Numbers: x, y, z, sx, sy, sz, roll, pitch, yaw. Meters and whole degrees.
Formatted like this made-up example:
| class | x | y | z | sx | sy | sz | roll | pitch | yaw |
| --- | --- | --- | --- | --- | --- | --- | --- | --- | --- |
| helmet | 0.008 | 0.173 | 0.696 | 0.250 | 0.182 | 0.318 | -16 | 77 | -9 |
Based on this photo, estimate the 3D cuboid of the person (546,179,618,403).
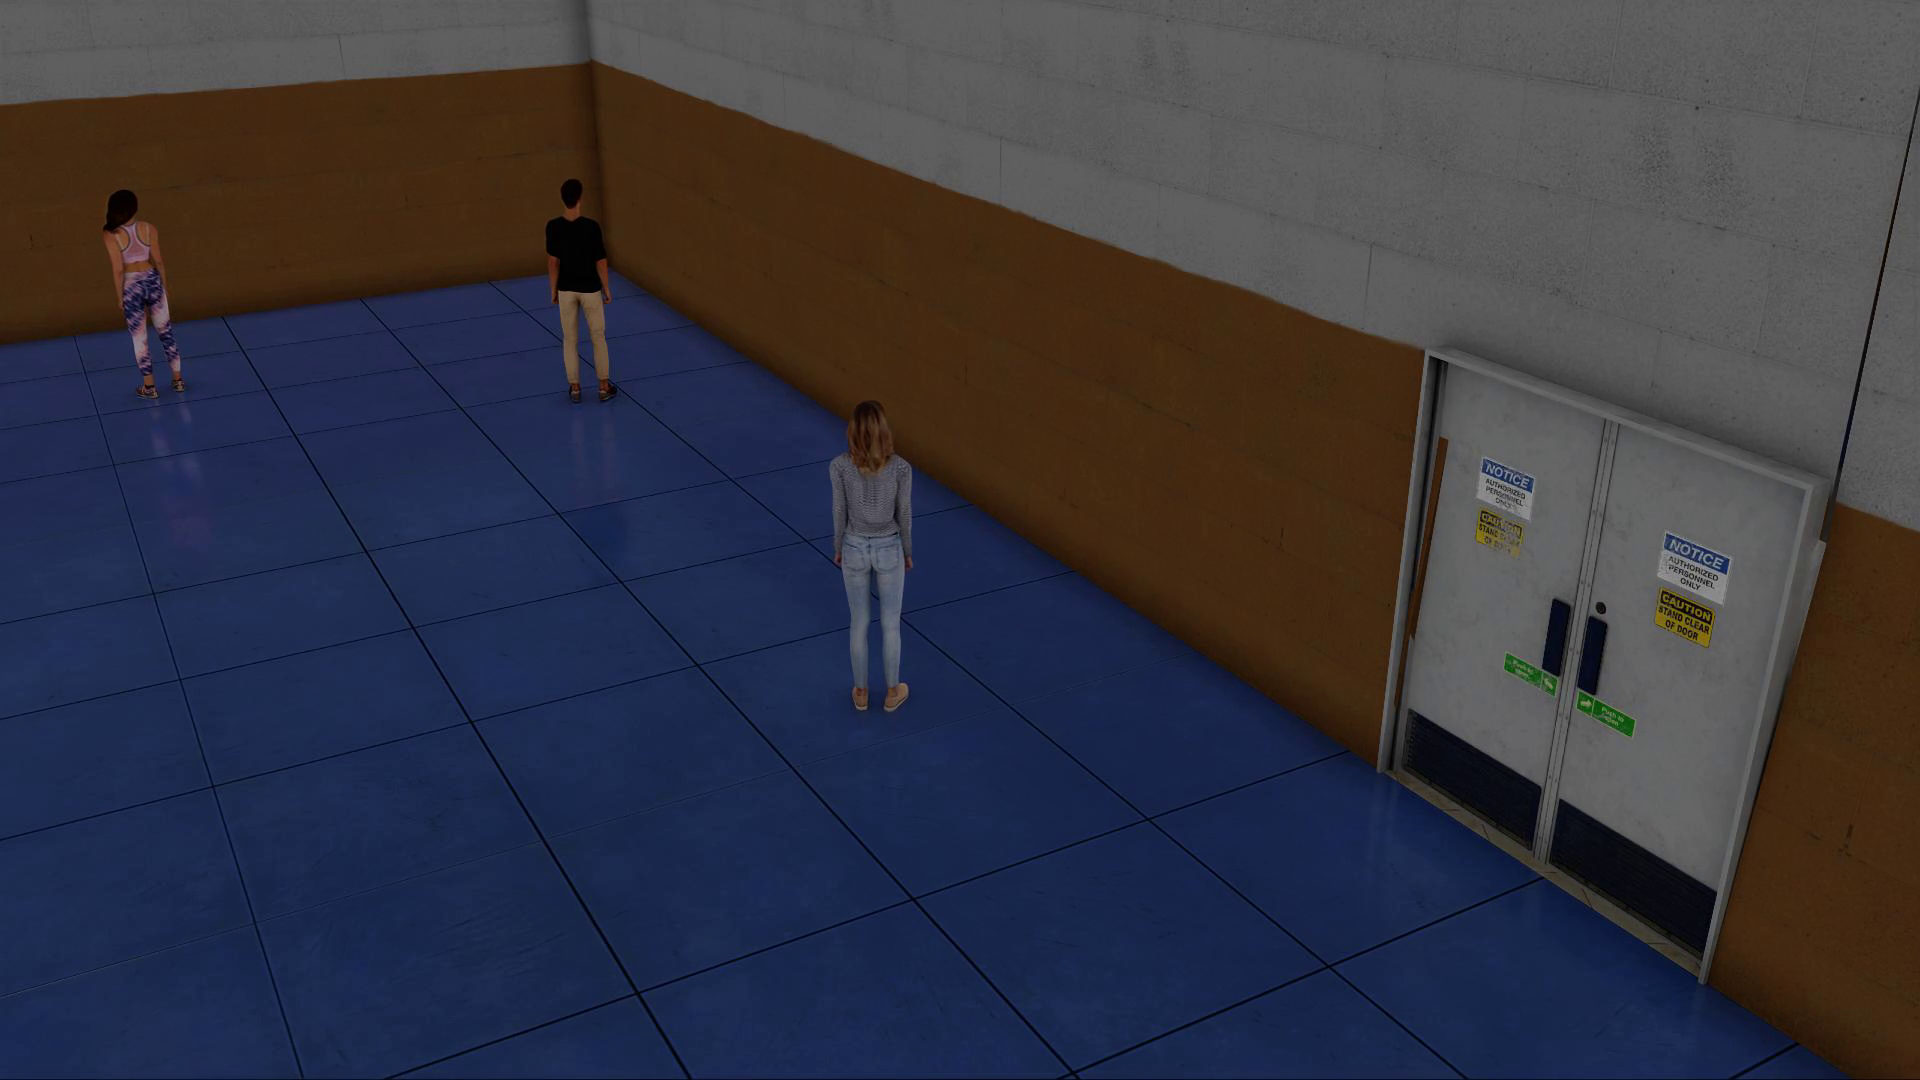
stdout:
| class | x | y | z | sx | sy | sz | roll | pitch | yaw |
| --- | --- | --- | --- | --- | --- | --- | --- | --- | --- |
| person | -3.174 | -2.078 | 13.879 | 0.631 | 1.857 | 0.782 | -1 | 24 | -3 |

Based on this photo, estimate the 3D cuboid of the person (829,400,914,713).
| class | x | y | z | sx | sy | sz | roll | pitch | yaw |
| --- | --- | --- | --- | --- | --- | --- | --- | --- | --- |
| person | -0.473 | 0.091 | 9.032 | 0.621 | 1.796 | 0.723 | 2 | 24 | 4 |

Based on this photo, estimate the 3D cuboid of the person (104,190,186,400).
| class | x | y | z | sx | sy | sz | roll | pitch | yaw |
| --- | --- | --- | --- | --- | --- | --- | --- | --- | --- |
| person | -6.898 | -2.083 | 14.035 | 0.712 | 1.767 | 0.573 | 21 | 31 | 40 |
